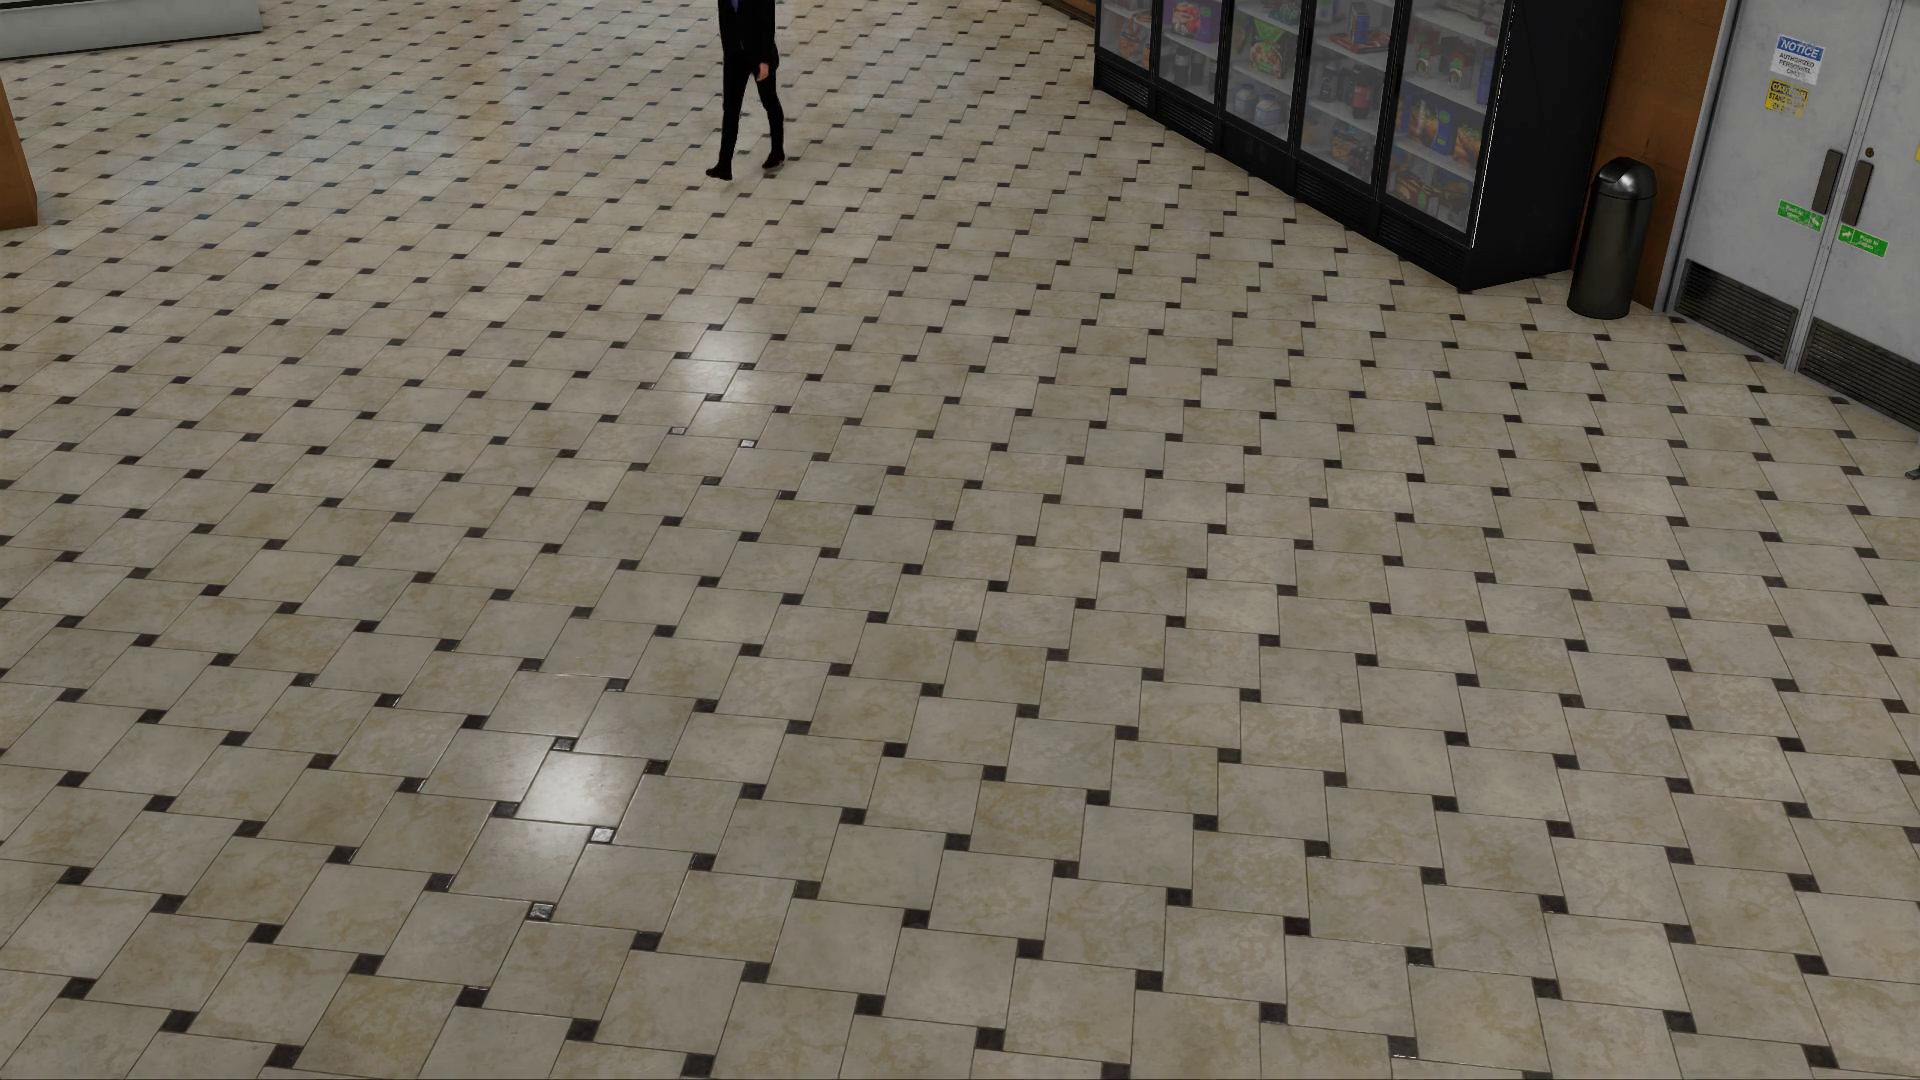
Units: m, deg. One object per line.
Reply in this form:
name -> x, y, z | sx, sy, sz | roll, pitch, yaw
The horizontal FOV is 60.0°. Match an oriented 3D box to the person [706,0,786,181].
person -> -1.527, -3.668, 12.545 | 1.167, 1.843, 1.246 | 12, 34, 19
